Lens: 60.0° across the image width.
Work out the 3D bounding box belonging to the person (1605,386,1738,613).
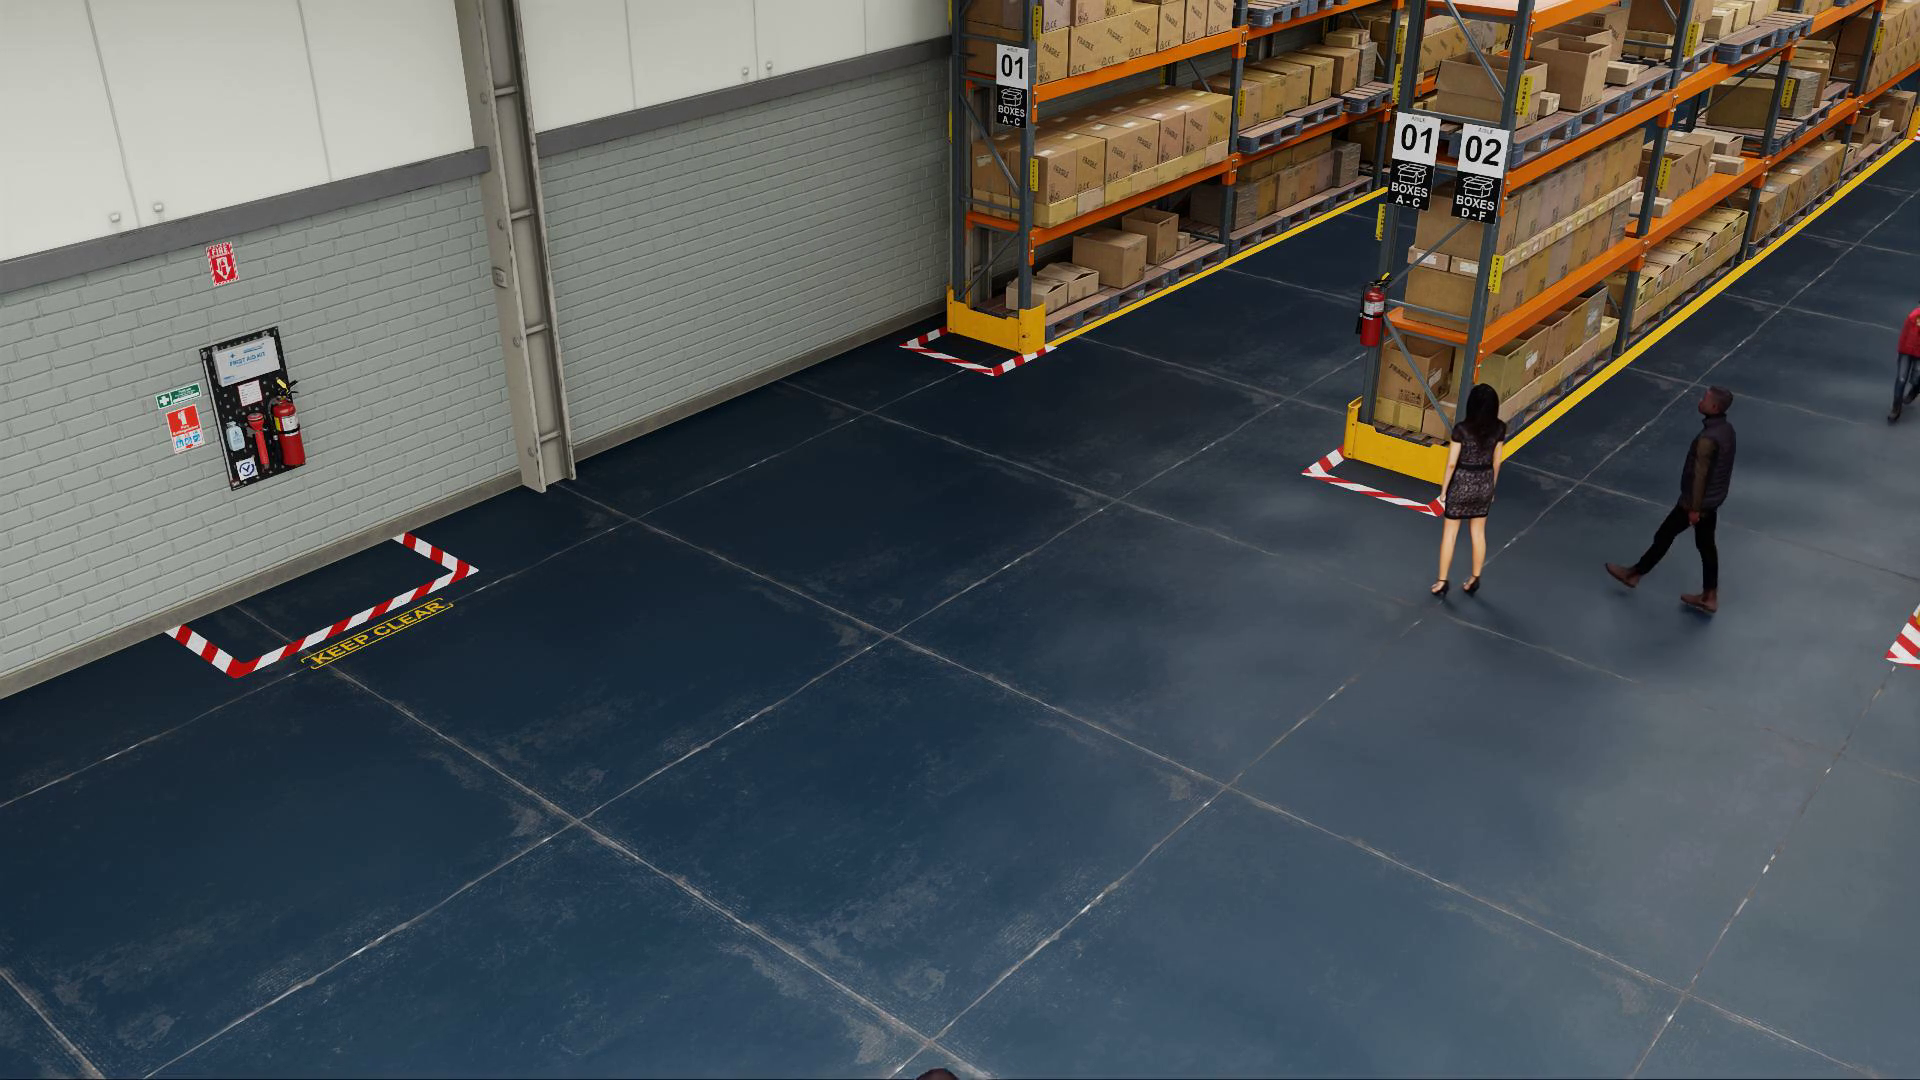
[{"bbox_3d":[5.719,-0.270,12.669,0.787,1.795,1.018,22,35,35],"label":"person"}]

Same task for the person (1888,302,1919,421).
[{"bbox_3d":[9.251,-1.805,16.092,0.509,1.287,0.774,23,35,36],"label":"person"}]

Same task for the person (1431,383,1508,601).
[{"bbox_3d":[3.938,-0.364,12.853,0.634,1.789,0.708,-4,28,-7],"label":"person"}]
